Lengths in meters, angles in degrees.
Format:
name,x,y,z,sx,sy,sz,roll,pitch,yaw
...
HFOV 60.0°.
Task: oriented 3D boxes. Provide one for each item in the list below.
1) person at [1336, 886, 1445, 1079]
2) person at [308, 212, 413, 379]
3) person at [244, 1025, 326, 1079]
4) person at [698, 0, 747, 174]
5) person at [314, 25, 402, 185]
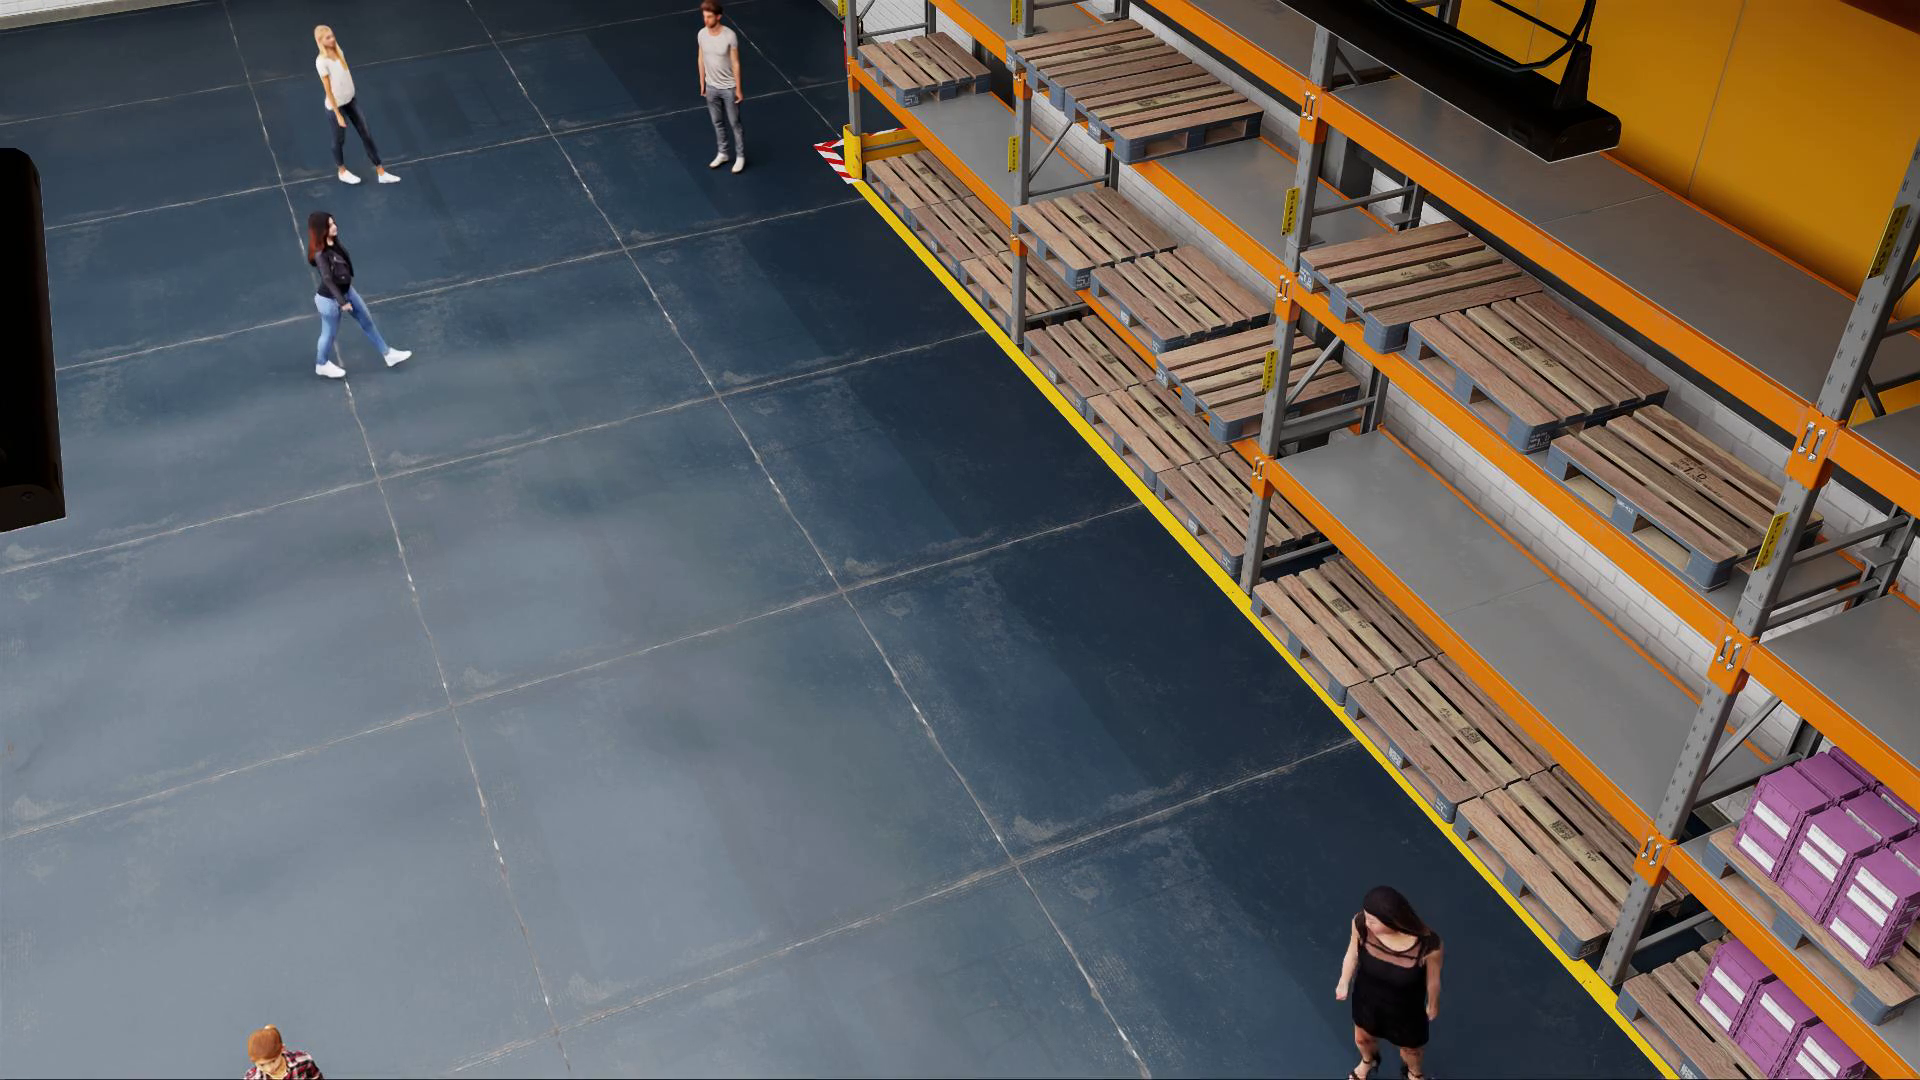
name,x,y,z,sx,sy,sz,roll,pitch,yaw
person,2.345,2.454,8.946,0.845,1.676,0.934,8,39,10
person,-5.610,-2.143,14.764,1.007,1.598,1.120,0,39,0
person,-3.449,2.956,8.613,0.546,1.305,0.521,-20,43,-23
person,-2.570,-4.936,18.027,0.740,1.889,0.802,14,41,16
person,-6.660,-4.604,17.697,1.058,1.782,0.995,13,41,16
